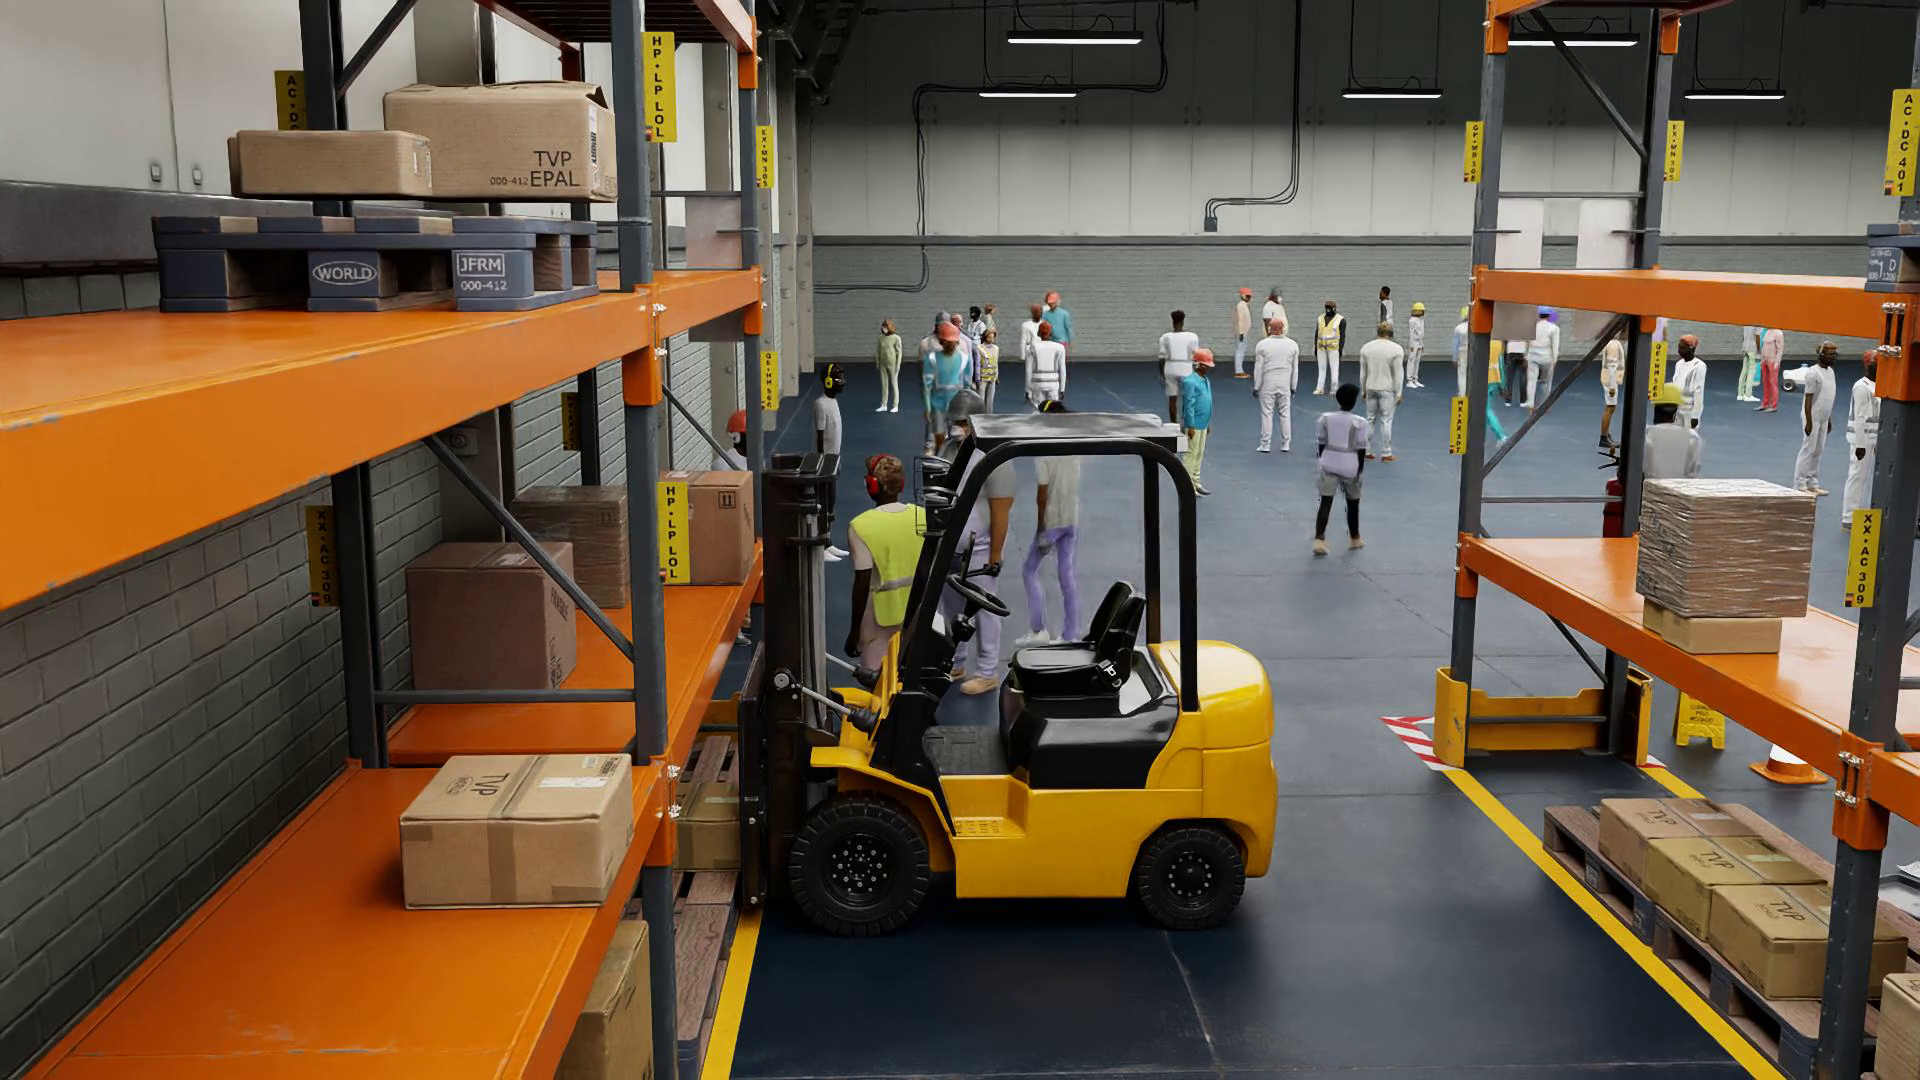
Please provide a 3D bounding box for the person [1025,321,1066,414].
[{"bbox_3d":[1.198,-2.126,23.345,0.573,1.883,0.356,0,10,0],"label":"person"}]

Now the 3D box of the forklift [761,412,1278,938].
[{"bbox_3d":[0.291,0.548,7.580,2.313,2.155,1.214,0,10,-2],"label":"forklift"}]

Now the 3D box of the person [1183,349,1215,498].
[{"bbox_3d":[2.814,-1.372,19.529,0.339,1.742,0.563,5,12,28],"label":"person"}]

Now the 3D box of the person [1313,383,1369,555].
[{"bbox_3d":[3.640,-0.679,15.934,0.539,1.654,0.874,7,12,34],"label":"person"}]

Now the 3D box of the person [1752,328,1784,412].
[{"bbox_3d":[14.253,-3.131,29.260,0.296,1.772,0.533,-1,10,-4],"label":"person"}]

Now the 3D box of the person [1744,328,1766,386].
[{"bbox_3d":[16.558,-4.117,34.584,0.357,1.835,0.516,6,12,30],"label":"person"}]

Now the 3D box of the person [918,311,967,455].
[{"bbox_3d":[-0.236,-2.123,22.887,0.682,2.000,0.537,0,10,0],"label":"person"}]

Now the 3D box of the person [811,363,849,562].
[{"bbox_3d":[-1.227,-0.726,15.622,0.328,1.861,0.510,2,10,9],"label":"person"}]

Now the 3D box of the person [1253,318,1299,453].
[{"bbox_3d":[4.473,-2.194,23.659,0.652,1.906,0.402,-2,10,-8],"label":"person"}]

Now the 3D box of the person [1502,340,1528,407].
[{"bbox_3d":[10.168,-3.384,30.287,0.587,1.912,0.389,6,12,30],"label":"person"}]

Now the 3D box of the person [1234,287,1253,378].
[{"bbox_3d":[6.264,-4.586,36.738,0.396,1.992,0.623,3,11,18],"label":"person"}]

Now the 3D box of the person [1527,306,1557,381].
[{"bbox_3d":[12.368,-4.312,35.438,0.371,1.930,0.767,-4,11,-23],"label":"person"}]

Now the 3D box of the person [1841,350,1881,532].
[{"bbox_3d":[9.330,-1.013,17.137,0.344,1.882,0.585,8,13,37],"label":"person"}]

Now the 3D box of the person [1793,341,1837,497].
[{"bbox_3d":[10.035,-1.404,19.471,0.505,1.839,0.340,-7,13,-36],"label":"person"}]

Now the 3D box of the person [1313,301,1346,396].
[{"bbox_3d":[7.190,-3.738,32.438,0.621,1.845,0.429,8,13,37],"label":"person"}]

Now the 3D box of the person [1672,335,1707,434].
[{"bbox_3d":[8.813,-1.550,20.168,0.355,1.876,0.574,-1,10,-6],"label":"person"}]

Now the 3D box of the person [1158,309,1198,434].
[{"bbox_3d":[3.358,-2.562,25.572,0.644,1.953,0.415,1,10,6],"label":"person"}]

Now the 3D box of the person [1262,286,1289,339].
[{"bbox_3d":[6.815,-4.455,35.880,0.536,2.000,0.688,6,12,32],"label":"person"}]

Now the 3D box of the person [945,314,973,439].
[{"bbox_3d":[-0.078,-2.446,25.091,0.647,1.899,0.399,6,12,30],"label":"person"}]

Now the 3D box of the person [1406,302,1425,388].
[{"bbox_3d":[9.408,-4.017,34.261,0.287,1.746,0.487,9,13,40],"label":"person"}]

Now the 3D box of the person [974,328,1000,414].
[{"bbox_3d":[0.420,-2.512,26.174,0.313,1.640,0.513,10,14,44],"label":"person"}]

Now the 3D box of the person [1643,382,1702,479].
[{"bbox_3d":[5.430,-0.263,12.893,0.602,1.907,0.499,-1,10,-4],"label":"person"}]

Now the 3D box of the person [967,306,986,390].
[{"bbox_3d":[0.309,-3.864,33.544,0.318,1.696,0.537,-8,13,-36],"label":"person"}]

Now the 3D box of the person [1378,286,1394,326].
[{"bbox_3d":[10.169,-5.101,39.812,0.392,1.922,0.591,5,11,26],"label":"person"}]

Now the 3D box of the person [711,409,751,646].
[{"bbox_3d":[-1.601,-0.098,12.417,0.338,1.749,0.575,5,11,26],"label":"person"}]

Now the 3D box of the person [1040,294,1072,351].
[{"bbox_3d":[1.916,-4.055,33.966,0.658,1.931,1.038,4,11,21],"label":"person"}]

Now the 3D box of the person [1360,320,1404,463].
[{"bbox_3d":[5.719,-2.014,22.601,0.641,1.931,0.374,10,14,43],"label":"person"}]

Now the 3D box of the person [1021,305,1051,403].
[{"bbox_3d":[1.412,-3.392,30.554,0.591,1.835,0.970,-6,12,-30],"label":"person"}]

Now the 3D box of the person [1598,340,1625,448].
[{"bbox_3d":[9.523,-2.298,24.195,0.383,1.926,0.550,4,11,21],"label":"person"}]

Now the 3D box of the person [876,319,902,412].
[{"bbox_3d":[-1.258,-3.061,29.248,0.498,1.633,0.282,6,12,31],"label":"person"}]

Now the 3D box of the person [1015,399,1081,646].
[{"bbox_3d":[0.674,-0.110,12.227,0.527,1.848,0.635,-9,13,-41],"label":"person"}]

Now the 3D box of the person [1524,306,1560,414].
[{"bbox_3d":[10.121,-3.141,28.965,0.618,1.896,0.988,7,12,33],"label":"person"}]

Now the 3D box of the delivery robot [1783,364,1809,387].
[{"bbox_3d":[16.756,-3.247,33.026,0.707,0.478,0.477,7,12,33],"label":"delivery robot"}]

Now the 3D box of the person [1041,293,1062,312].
[{"bbox_3d":[2.028,-4.724,37.993,0.596,1.831,0.997,2,10,13],"label":"person"}]

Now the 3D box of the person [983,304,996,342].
[{"bbox_3d":[0.620,-4.337,36.366,0.314,1.632,0.514,-1,10,-4],"label":"person"}]

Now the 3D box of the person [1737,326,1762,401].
[{"bbox_3d":[14.886,-3.535,31.262,0.327,1.863,0.511,-1,10,-8],"label":"person"}]

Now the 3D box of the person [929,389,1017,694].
[{"bbox_3d":[0.027,0.000,11.061,0.535,2.000,0.682,-9,13,-40],"label":"person"}]

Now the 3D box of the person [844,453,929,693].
[{"bbox_3d":[-0.383,0.448,9.104,0.375,1.843,0.575,10,14,43],"label":"person"}]

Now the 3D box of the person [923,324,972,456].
[{"bbox_3d":[-0.139,-1.602,20.129,0.617,1.988,1.033,-1,10,-7],"label":"person"}]
